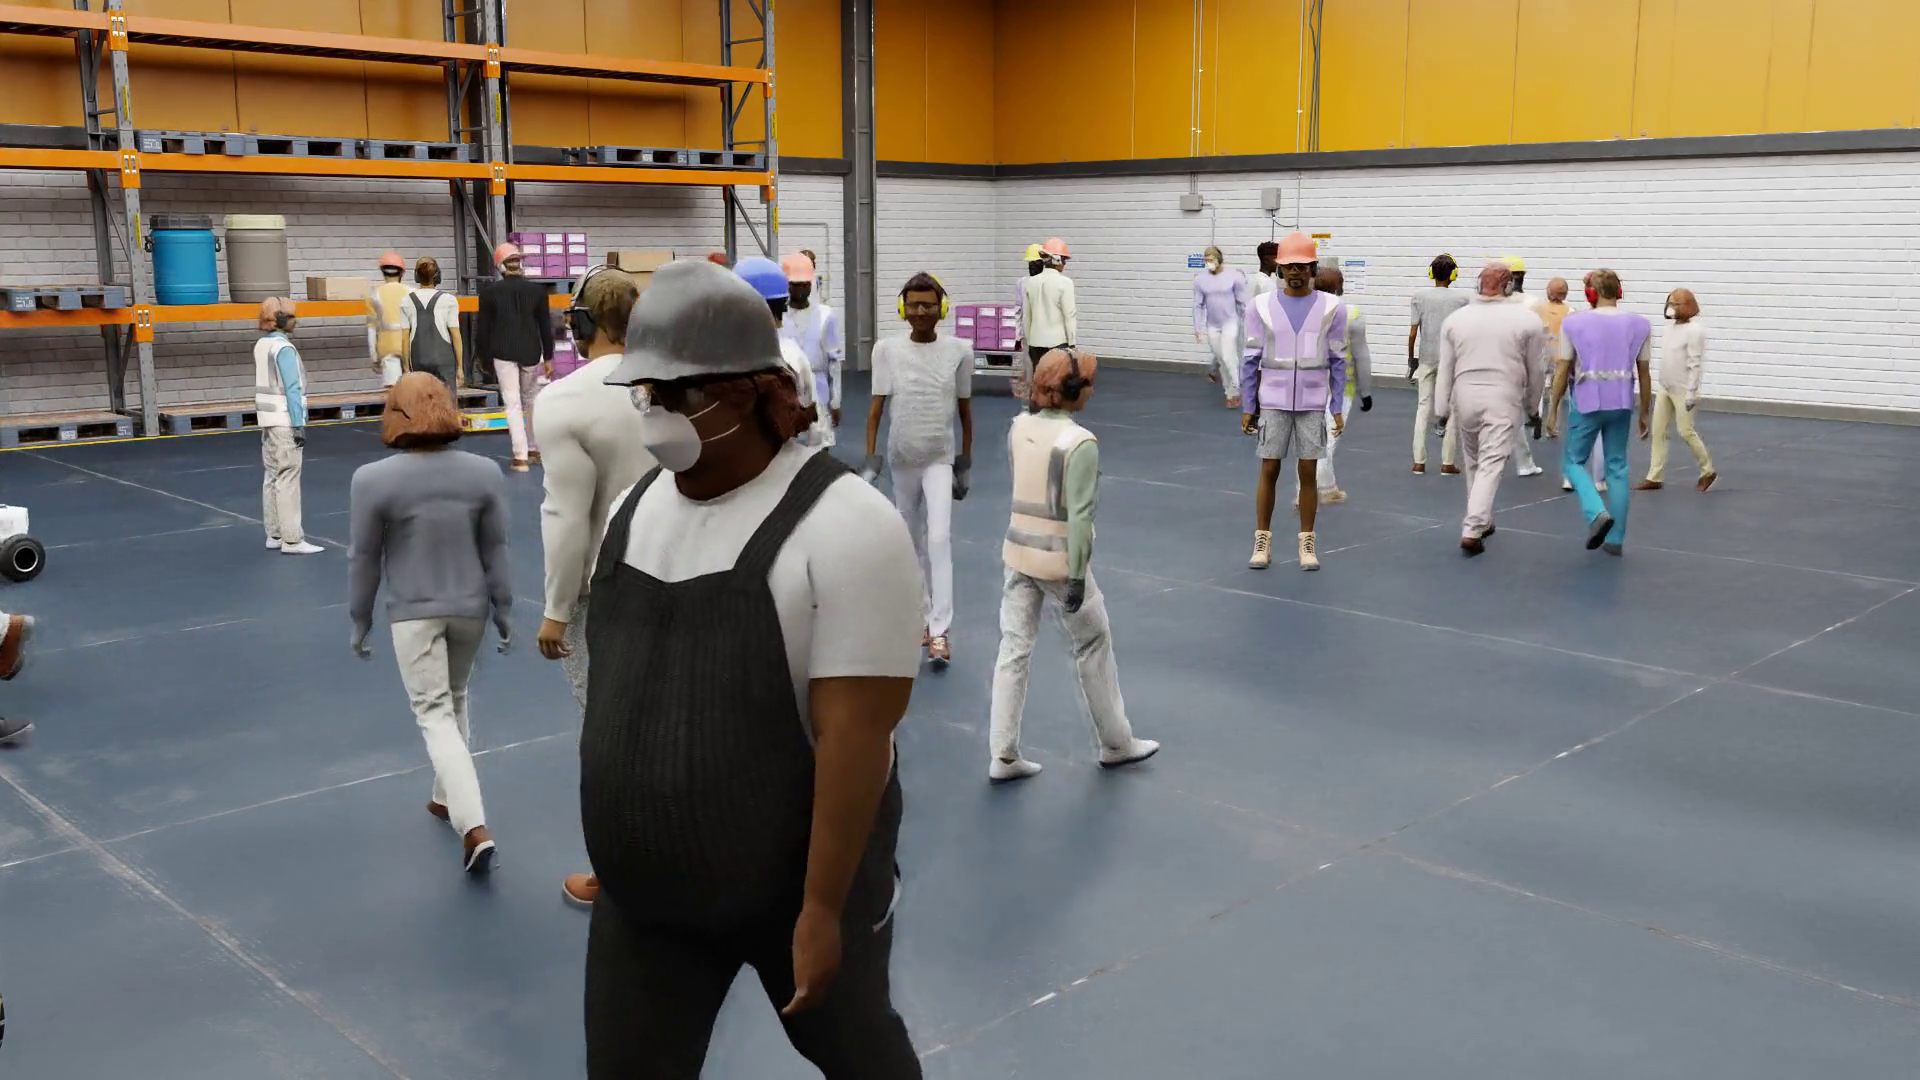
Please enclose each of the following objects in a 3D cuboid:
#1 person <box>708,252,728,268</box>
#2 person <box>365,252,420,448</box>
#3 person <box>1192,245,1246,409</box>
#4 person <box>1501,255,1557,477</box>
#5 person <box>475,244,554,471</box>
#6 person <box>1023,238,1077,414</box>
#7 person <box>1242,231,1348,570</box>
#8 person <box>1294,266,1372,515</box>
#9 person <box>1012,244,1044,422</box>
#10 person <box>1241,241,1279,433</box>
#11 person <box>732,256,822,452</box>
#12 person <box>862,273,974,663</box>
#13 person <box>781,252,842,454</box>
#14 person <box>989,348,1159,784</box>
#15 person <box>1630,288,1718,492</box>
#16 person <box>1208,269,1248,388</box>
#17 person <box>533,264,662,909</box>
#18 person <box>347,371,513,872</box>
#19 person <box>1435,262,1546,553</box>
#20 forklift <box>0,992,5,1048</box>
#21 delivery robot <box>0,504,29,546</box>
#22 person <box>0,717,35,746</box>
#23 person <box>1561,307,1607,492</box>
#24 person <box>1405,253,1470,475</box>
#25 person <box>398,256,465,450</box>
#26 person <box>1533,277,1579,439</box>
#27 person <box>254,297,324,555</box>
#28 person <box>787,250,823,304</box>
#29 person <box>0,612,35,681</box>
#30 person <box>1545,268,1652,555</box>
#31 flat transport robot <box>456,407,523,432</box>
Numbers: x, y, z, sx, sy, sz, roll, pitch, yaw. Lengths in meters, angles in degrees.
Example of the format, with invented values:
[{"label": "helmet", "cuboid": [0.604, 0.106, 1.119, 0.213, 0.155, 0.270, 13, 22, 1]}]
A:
[{"label": "person", "cuboid": [-2.632, -2.184, 18.009, 0.574, 1.851, 0.902, 4, 11, 21]}, {"label": "person", "cuboid": [-5.344, -1.809, 15.905, 0.575, 1.877, 0.923, -5, 11, -24]}, {"label": "person", "cuboid": [3.021, -2.467, 19.344, 0.648, 1.897, 0.591, 7, 13, 34]}, {"label": "person", "cuboid": [4.526, -1.406, 13.707, 1.023, 1.869, 0.617, -7, 13, -34]}, {"label": "person", "cuboid": [-3.923, -1.605, 14.562, 0.609, 1.939, 0.948, -6, 12, -30]}, {"label": "person", "cuboid": [0.889, -1.898, 16.040, 0.608, 1.988, 0.392, 9, 14, 42]}, {"label": "person", "cuboid": [2.010, -0.825, 10.033, 0.616, 2.041, 0.383, 2, 11, 9]}, {"label": "person", "cuboid": [2.671, -1.101, 12.213, 0.631, 1.806, 0.941, 10, 14, 42]}, {"label": "person", "cuboid": [0.839, -2.217, 17.944, 0.589, 1.928, 0.385, 7, 12, 33]}, {"label": "person", "cuboid": [3.111, -2.085, 17.121, 0.367, 1.963, 0.609, -2, 11, -9]}, {"label": "person", "cuboid": [-0.785, -0.188, 6.851, 0.439, 1.932, 0.635, -2, 11, -10]}, {"label": "person", "cuboid": [-0.206, -0.333, 7.918, 0.524, 1.837, 0.878, 1, 10, 5]}, {"label": "person", "cuboid": [-1.070, -0.955, 11.111, 0.549, 1.920, 0.694, -2, 11, -12]}, {"label": "person", "cuboid": [0.412, 0.093, 6.205, 0.778, 1.604, 0.532, -8, 13, -36]}, {"label": "person", "cuboid": [5.690, -1.167, 13.129, 0.531, 1.649, 0.506, -2, 11, -12]}, {"label": "person", "cuboid": [3.622, -2.842, 22.294, 0.507, 1.583, 0.875, -4, 11, -21]}, {"label": "person", "cuboid": [-1.011, 0.151, 4.996, 0.353, 1.937, 0.635, 7, 12, 33]}, {"label": "person", "cuboid": [-1.682, 0.257, 5.398, 0.507, 1.600, 0.834, -8, 13, -36]}, {"label": "person", "cuboid": [3.422, -0.860, 10.762, 0.645, 1.864, 0.990, 8, 13, 36]}, {"label": "forklift", "cuboid": [-3.245, 0.323, 3.363, 2.313, 2.155, 1.214, 2, 11, 13]}, {"label": "delivery robot", "cuboid": [-5.791, -0.050, 9.604, 0.477, 0.478, 0.707, 5, 12, 28]}, {"label": "person", "cuboid": [-4.023, -0.062, 6.507, 0.760, 1.804, 0.627, -4, 11, -22]}, {"label": "person", "cuboid": [5.001, -1.242, 13.104, 0.538, 1.765, 0.352, 9, 14, 40]}, {"label": "person", "cuboid": [4.049, -1.481, 14.085, 0.536, 1.869, 0.314, 5, 11, 23]}, {"label": "person", "cuboid": [-4.433, -1.454, 14.006, 0.505, 1.846, 0.346, -1, 10, -3]}, {"label": "person", "cuboid": [5.828, -1.784, 16.413, 0.518, 1.620, 0.690, 3, 11, 18]}, {"label": "person", "cuboid": [-4.310, -0.724, 10.596, 0.310, 1.636, 0.523, -9, 14, -41]}, {"label": "person", "cuboid": [-1.912, -2.687, 20.740, 0.429, 1.843, 0.631, -7, 12, -33]}, {"label": "person", "cuboid": [-4.499, -0.219, 7.108, 0.753, 1.917, 0.632, -5, 12, -26]}, {"label": "person", "cuboid": [4.052, -0.800, 10.506, 0.674, 1.816, 0.497, 0, 10, 1]}, {"label": "flat transport robot", "cuboid": [-4.743, -1.253, 17.204, 1.431, 0.197, 0.652, -6, 12, -28]}]
